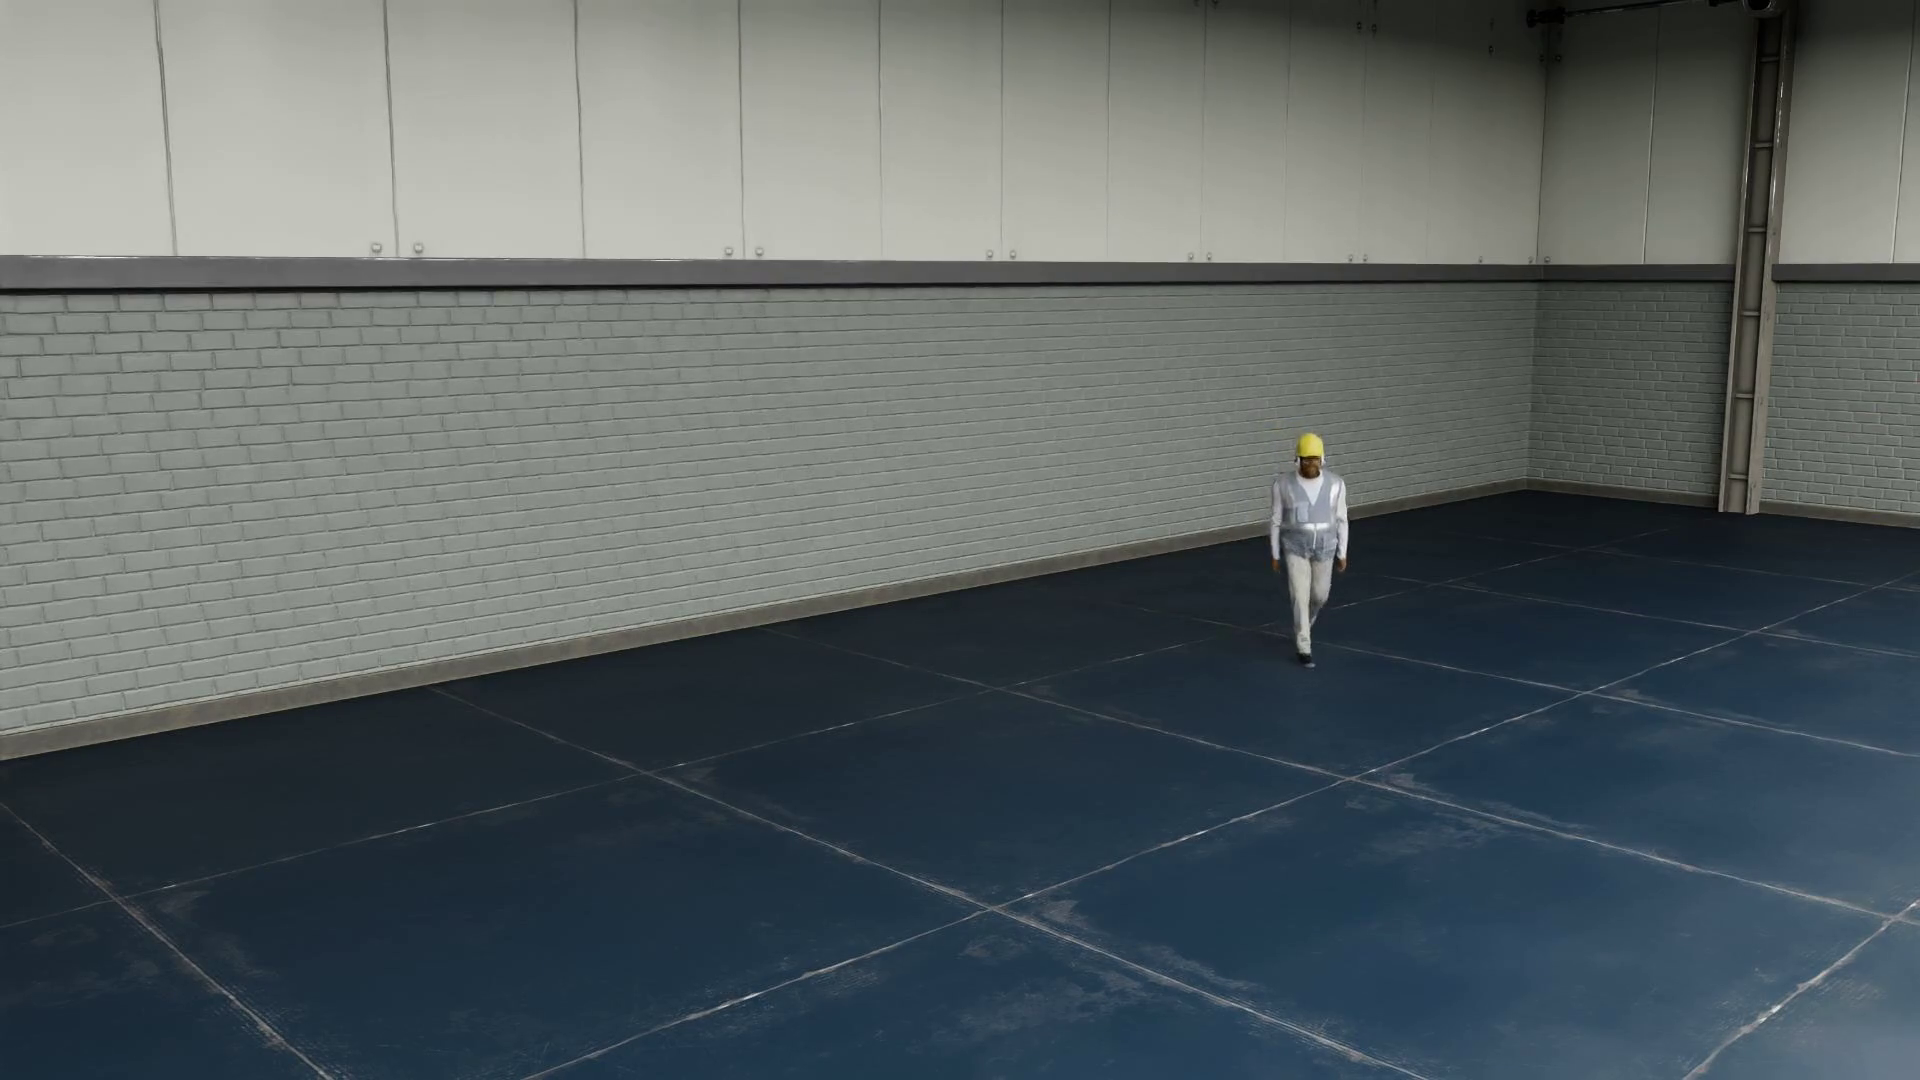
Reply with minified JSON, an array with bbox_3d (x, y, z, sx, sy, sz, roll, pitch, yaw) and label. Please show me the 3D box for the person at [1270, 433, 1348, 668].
[{"bbox_3d":[2.716,0.047,13.007,0.598,1.805,0.792,0,9,-2],"label":"person"}]
